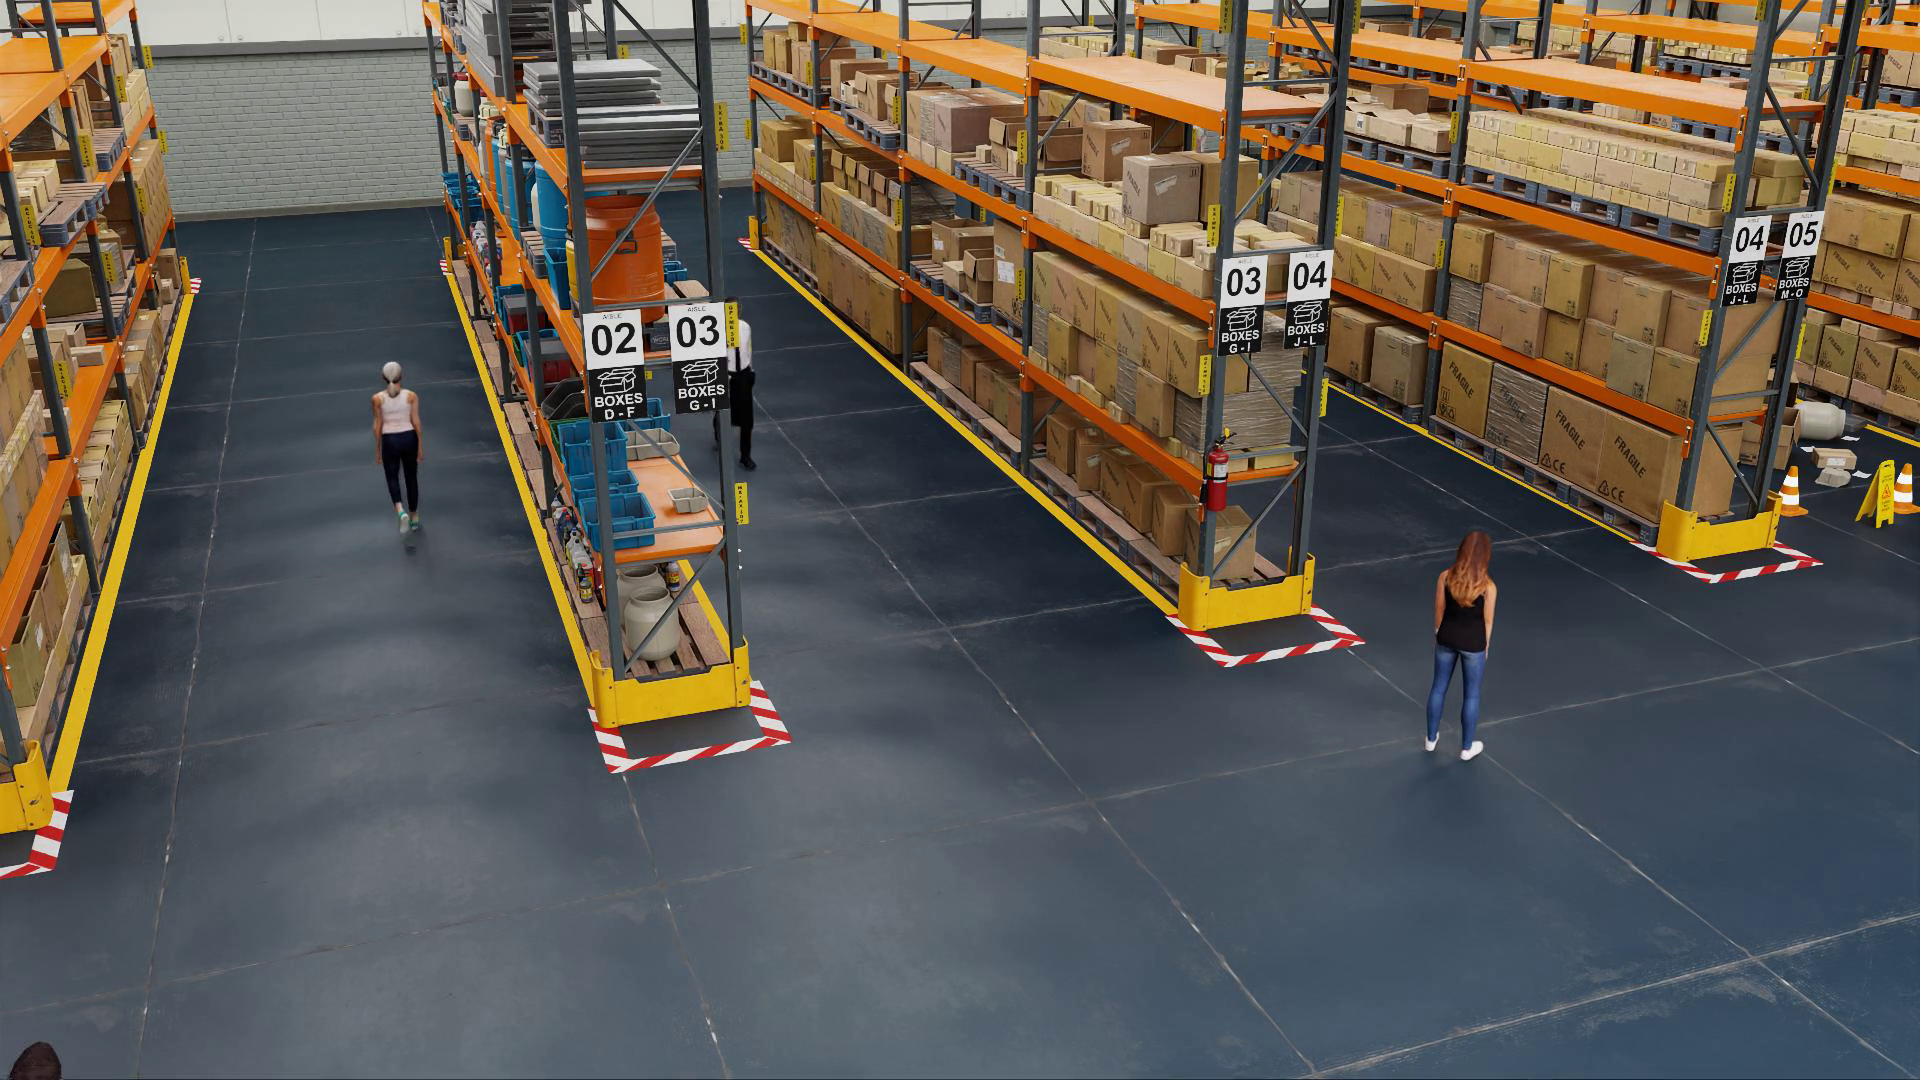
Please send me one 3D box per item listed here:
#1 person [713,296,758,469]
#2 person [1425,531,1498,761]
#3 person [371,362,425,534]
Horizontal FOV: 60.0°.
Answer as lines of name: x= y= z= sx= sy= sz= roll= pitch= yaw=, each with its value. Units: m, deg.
person: x=-2.469 y=-1.727 z=17.873 sx=0.759 sy=1.815 sz=1.155 roll=-12 pitch=25 yaw=-28
person: x=3.600 y=0.747 z=11.948 sx=0.636 sy=1.721 sz=0.730 roll=14 pitch=26 yaw=31
person: x=-5.341 y=-0.847 z=15.886 sx=0.606 sy=1.690 sz=0.899 roll=-9 pitch=24 yaw=-20
